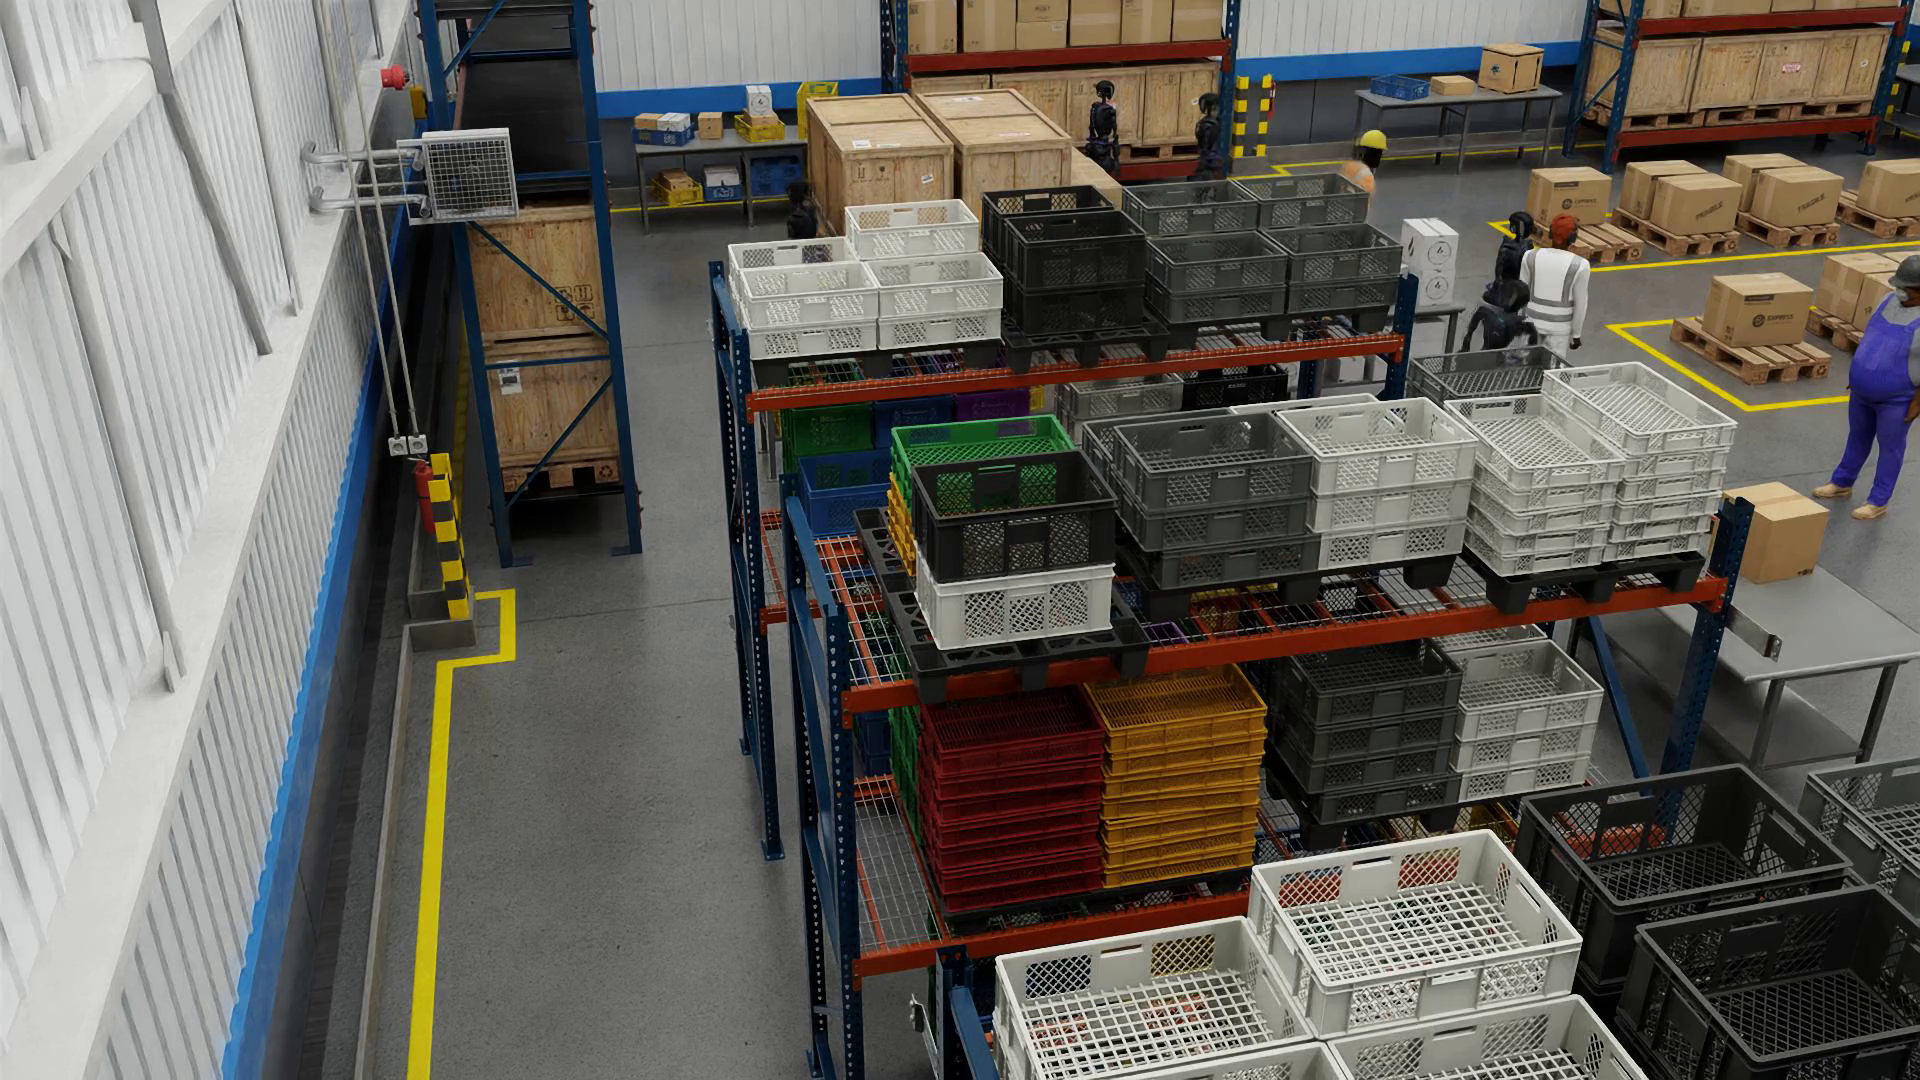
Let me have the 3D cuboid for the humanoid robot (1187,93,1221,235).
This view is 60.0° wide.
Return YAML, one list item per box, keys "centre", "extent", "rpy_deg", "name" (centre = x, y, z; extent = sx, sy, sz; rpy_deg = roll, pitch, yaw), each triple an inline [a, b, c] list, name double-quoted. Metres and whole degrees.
- centre: [2.670, -4.078, 18.266]
  extent: [0.332, 1.656, 0.594]
  rpy_deg: [4, 28, 7]
  name: "humanoid robot"

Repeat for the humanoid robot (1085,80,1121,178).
- centre: [1.614, -4.351, 18.777]
  extent: [0.327, 1.657, 0.589]
  rpy_deg: [-15, 31, -26]
  name: "humanoid robot"

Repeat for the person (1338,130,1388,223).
- centre: [3.759, -3.003, 16.029]
  extent: [1.010, 1.863, 0.631]
  rpy_deg: [-5, 28, -10]
  name: "person"

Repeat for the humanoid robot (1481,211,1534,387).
- centre: [4.721, -2.031, 14.373]
  extent: [0.593, 1.657, 0.324]
  rpy_deg: [-24, 36, -38]
  name: "humanoid robot"

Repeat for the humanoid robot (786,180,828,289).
- centre: [-1.455, -2.499, 15.281]
  extent: [0.536, 1.639, 0.574]
  rpy_deg: [14, 31, 25]
  name: "humanoid robot"

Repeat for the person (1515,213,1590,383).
- centre: [4.819, -1.752, 13.636]
  extent: [0.573, 1.887, 0.355]
  rpy_deg: [19, 33, 32]
  name: "person"

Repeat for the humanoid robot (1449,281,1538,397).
- centre: [4.132, -1.243, 12.901]
  extent: [0.660, 1.634, 0.411]
  rpy_deg: [23, 35, 36]
  name: "humanoid robot"

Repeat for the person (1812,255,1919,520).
- centre: [6.849, -1.145, 12.320]
  extent: [0.536, 2.000, 0.673]
  rpy_deg: [-8, 29, -15]
  name: "person"
